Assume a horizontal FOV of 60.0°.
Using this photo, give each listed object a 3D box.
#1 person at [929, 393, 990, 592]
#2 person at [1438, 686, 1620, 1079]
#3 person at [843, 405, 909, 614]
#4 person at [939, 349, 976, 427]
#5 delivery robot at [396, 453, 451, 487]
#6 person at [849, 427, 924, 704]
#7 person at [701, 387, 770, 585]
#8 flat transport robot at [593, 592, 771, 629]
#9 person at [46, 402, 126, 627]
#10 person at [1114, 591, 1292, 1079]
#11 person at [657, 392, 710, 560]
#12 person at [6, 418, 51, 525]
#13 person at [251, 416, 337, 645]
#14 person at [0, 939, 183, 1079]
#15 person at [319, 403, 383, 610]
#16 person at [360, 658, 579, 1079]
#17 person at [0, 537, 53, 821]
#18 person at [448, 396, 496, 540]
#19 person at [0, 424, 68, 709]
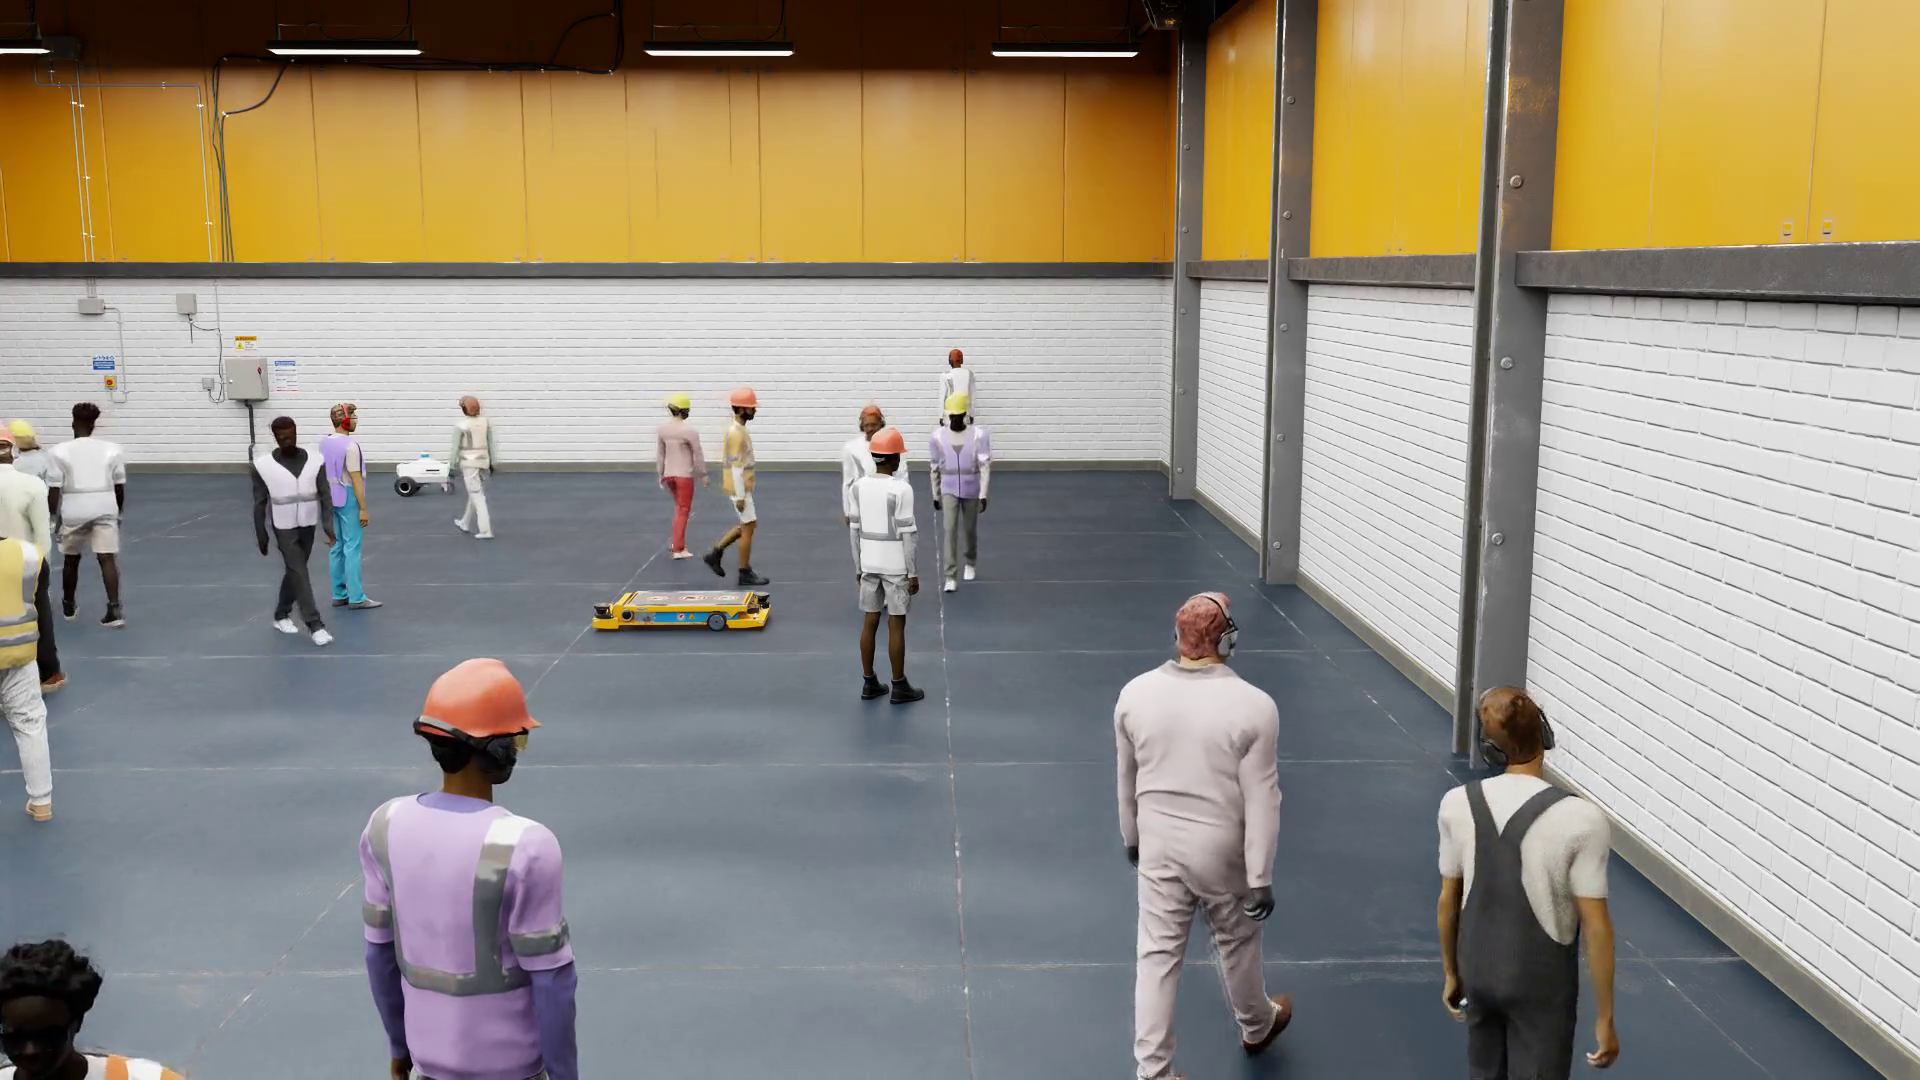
[{"bbox_3d":[0.001,-0.486,15.936,0.586,1.877,0.988,1,9,4],"label":"person"},{"bbox_3d":[1.629,1.353,4.878,0.490,1.801,0.604,-8,12,-42],"label":"person"},{"bbox_3d":[-0.745,-0.280,14.802,0.566,1.822,1.001,-3,10,-16],"label":"person"},{"bbox_3d":[-0.043,-1.825,24.112,0.577,1.879,0.344,-4,10,-22],"label":"person"},{"bbox_3d":[-7.177,-0.923,22.340,0.707,0.478,0.477,-1,9,-7],"label":"delivery robot"},{"bbox_3d":[-0.511,0.178,11.644,0.543,1.939,0.360,6,11,33],"label":"person"},{"bbox_3d":[-2.146,-0.506,15.895,0.543,1.921,0.562,-2,9,-9],"label":"person"},{"bbox_3d":[-2.364,0.590,14.218,1.431,0.197,0.652,0,9,-1],"label":"flat transport robot"},{"bbox_3d":[-7.438,-0.216,14.196,0.622,1.914,0.938,-6,11,-34],"label":"person"},{"bbox_3d":[0.923,1.106,6.154,0.676,1.862,0.966,6,11,31],"label":"person"},{"bbox_3d":[-2.884,-0.671,17.445,0.529,1.749,0.506,7,11,36],"label":"person"},{"bbox_3d":[-8.239,-0.213,14.715,0.661,1.727,0.491,8,12,40],"label":"person"},{"bbox_3d":[-5.449,-0.095,13.590,1.024,1.857,0.583,8,12,41],"label":"person"},{"bbox_3d":[-1.908,1.622,3.614,0.540,1.678,0.702,-2,10,-14],"label":"person"},{"bbox_3d":[-5.488,-0.295,14.835,0.563,1.843,0.389,8,12,39],"label":"person"},{"bbox_3d":[-1.240,1.314,4.366,0.615,2.039,0.391,4,10,23],"label":"person"},{"bbox_3d":[-5.239,0.659,8.992,0.430,1.843,0.625,8,12,41],"label":"person"},{"bbox_3d":[-5.562,-0.822,18.771,0.807,1.599,0.541,6,11,33],"label":"person"},{"bbox_3d":[-6.685,0.161,11.710,0.602,1.945,0.862,-3,10,-18],"label":"person"}]
